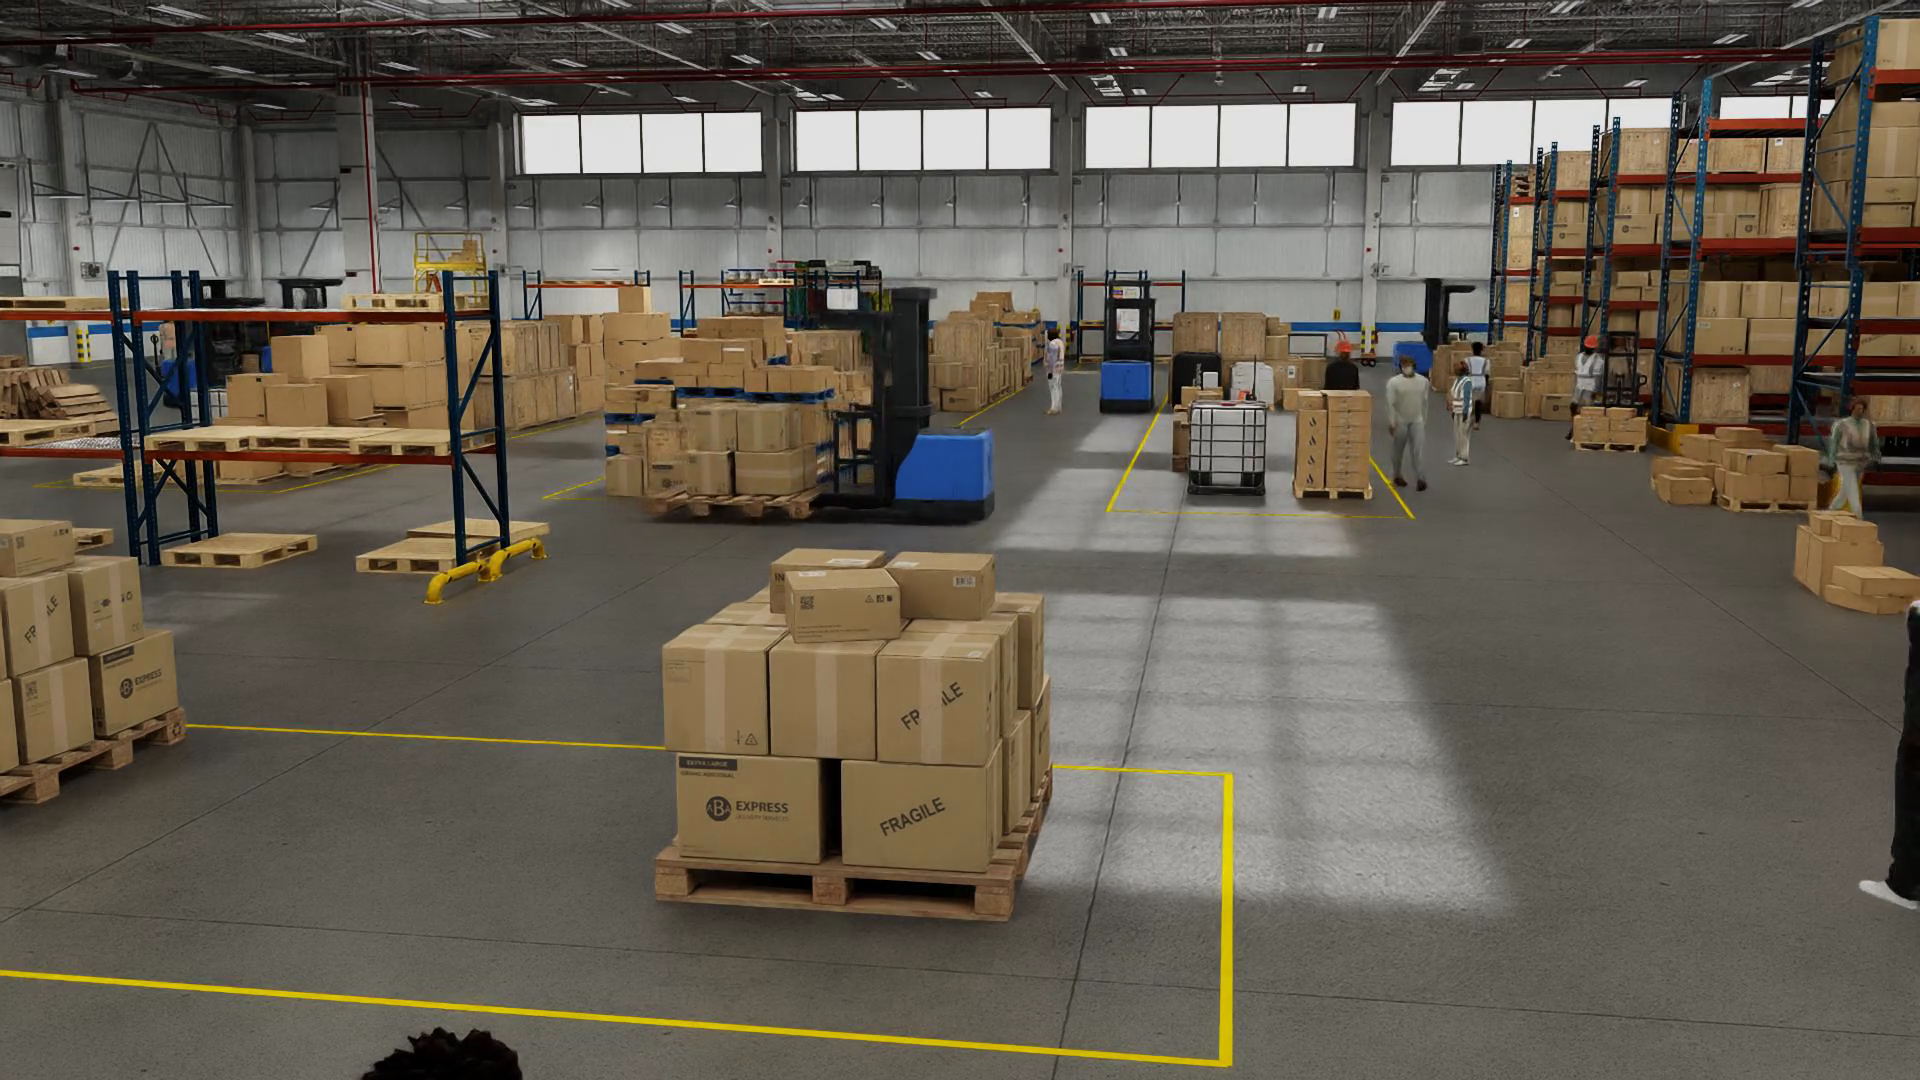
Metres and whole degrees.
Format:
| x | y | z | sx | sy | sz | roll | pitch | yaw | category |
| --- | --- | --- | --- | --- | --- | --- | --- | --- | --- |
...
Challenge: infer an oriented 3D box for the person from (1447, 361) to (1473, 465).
| x | y | z | sx | sy | sz | roll | pitch | yaw | category |
| --- | --- | --- | --- | --- | --- | --- | --- | --- | --- |
| 7.837 | -1.982 | 25.985 | 0.314 | 1.632 | 0.524 | -1 | 9 | -5 | person |

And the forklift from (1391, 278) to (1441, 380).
| x | y | z | sx | sy | sz | roll | pitch | yaw | category |
| --- | --- | --- | --- | --- | --- | --- | --- | --- | --- |
| 12.664 | -5.652 | 44.771 | 1.873 | 2.768 | 1.129 | 1 | 9 | 9 | forklift |

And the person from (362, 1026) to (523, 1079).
| x | y | z | sx | sy | sz | roll | pitch | yaw | category |
| --- | --- | --- | --- | --- | --- | --- | --- | --- | --- |
| -0.705 | 1.659 | 2.515 | 0.375 | 1.959 | 0.603 | -7 | 12 | -37 | person |

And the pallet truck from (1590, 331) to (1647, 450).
| x | y | z | sx | sy | sz | roll | pitch | yaw | category |
| --- | --- | --- | --- | --- | --- | --- | --- | --- | --- |
| 11.253 | -2.573 | 28.499 | 0.823 | 1.965 | 1.885 | 5 | 10 | 27 | pallet truck |

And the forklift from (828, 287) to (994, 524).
| x | y | z | sx | sy | sz | roll | pitch | yaw | category |
| --- | --- | --- | --- | --- | --- | --- | --- | --- | --- |
| -0.565 | -1.656 | 20.128 | 1.873 | 2.768 | 1.129 | 1 | 9 | 9 | forklift |

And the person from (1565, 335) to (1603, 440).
| x | y | z | sx | sy | sz | roll | pitch | yaw | category |
| --- | --- | --- | --- | --- | --- | --- | --- | --- | --- |
| 11.042 | -2.684 | 29.502 | 0.667 | 1.894 | 0.595 | -6 | 11 | -32 | person |

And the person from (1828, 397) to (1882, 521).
| x | y | z | sx | sy | sz | roll | pitch | yaw | category |
| --- | --- | --- | --- | --- | --- | --- | --- | --- | --- |
| 10.296 | -0.870 | 19.242 | 0.571 | 1.597 | 0.835 | -1 | 9 | -5 | person |

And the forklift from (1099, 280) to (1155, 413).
| x | y | z | sx | sy | sz | roll | pitch | yaw | category |
| --- | --- | --- | --- | --- | --- | --- | --- | --- | --- |
| 3.607 | -4.183 | 35.716 | 1.129 | 2.768 | 1.873 | 1 | 9 | 9 | forklift |

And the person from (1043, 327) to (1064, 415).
| x | y | z | sx | sy | sz | roll | pitch | yaw | category |
| --- | --- | --- | --- | --- | --- | --- | --- | --- | --- |
| 1.970 | -3.560 | 35.070 | 0.429 | 1.839 | 0.633 | 3 | 10 | 18 | person |

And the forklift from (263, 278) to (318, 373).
| x | y | z | sx | sy | sz | roll | pitch | yaw | category |
| --- | --- | --- | --- | --- | --- | --- | --- | --- | --- |
| -16.879 | -5.303 | 42.619 | 1.873 | 2.768 | 1.129 | 5 | 10 | 28 | forklift |

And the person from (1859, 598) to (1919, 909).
| x | y | z | sx | sy | sz | roll | pitch | yaw | category |
| --- | --- | --- | --- | --- | --- | --- | --- | --- | --- |
| 4.610 | 0.847 | 7.702 | 0.600 | 1.904 | 0.720 | -3 | 10 | -18 | person |

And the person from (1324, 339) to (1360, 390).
| x | y | z | sx | sy | sz | roll | pitch | yaw | category |
| --- | --- | --- | --- | --- | --- | --- | --- | --- | --- |
| 5.957 | -2.168 | 26.105 | 0.624 | 1.967 | 0.851 | -4 | 10 | -26 | person |

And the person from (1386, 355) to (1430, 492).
| x | y | z | sx | sy | sz | roll | pitch | yaw | category |
| --- | --- | --- | --- | --- | --- | --- | --- | --- | --- |
| 6.195 | -1.621 | 23.027 | 0.638 | 1.866 | 1.062 | -1 | 9 | -5 | person |

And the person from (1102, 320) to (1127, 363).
| x | y | z | sx | sy | sz | roll | pitch | yaw | category |
| --- | --- | --- | --- | --- | --- | --- | --- | --- | --- |
| 3.482 | -4.014 | 37.595 | 0.567 | 1.926 | 0.400 | -1 | 9 | -5 | person |

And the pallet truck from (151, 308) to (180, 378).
| x | y | z | sx | sy | sz | roll | pitch | yaw | category |
| --- | --- | --- | --- | --- | --- | --- | --- | --- | --- |
| -21.869 | -5.598 | 47.154 | 0.823 | 1.965 | 1.885 | 4 | 10 | 26 | pallet truck |

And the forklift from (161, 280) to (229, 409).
| x | y | z | sx | sy | sz | roll | pitch | yaw | category |
| --- | --- | --- | --- | --- | --- | --- | --- | --- | --- |
| -16.371 | -4.284 | 36.334 | 1.873 | 2.768 | 1.129 | 1 | 9 | 9 | forklift |

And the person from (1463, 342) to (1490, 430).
| x | y | z | sx | sy | sz | roll | pitch | yaw | category |
| --- | --- | --- | --- | --- | --- | --- | --- | --- | --- |
| 9.846 | -2.958 | 31.864 | 0.550 | 1.673 | 0.642 | 0 | 9 | 3 | person |

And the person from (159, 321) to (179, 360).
| x | y | z | sx | sy | sz | roll | pitch | yaw | category |
| --- | --- | --- | --- | --- | --- | --- | --- | --- | --- |
| -21.598 | -5.274 | 45.411 | 0.389 | 1.916 | 0.585 | 5 | 10 | 28 | person |
